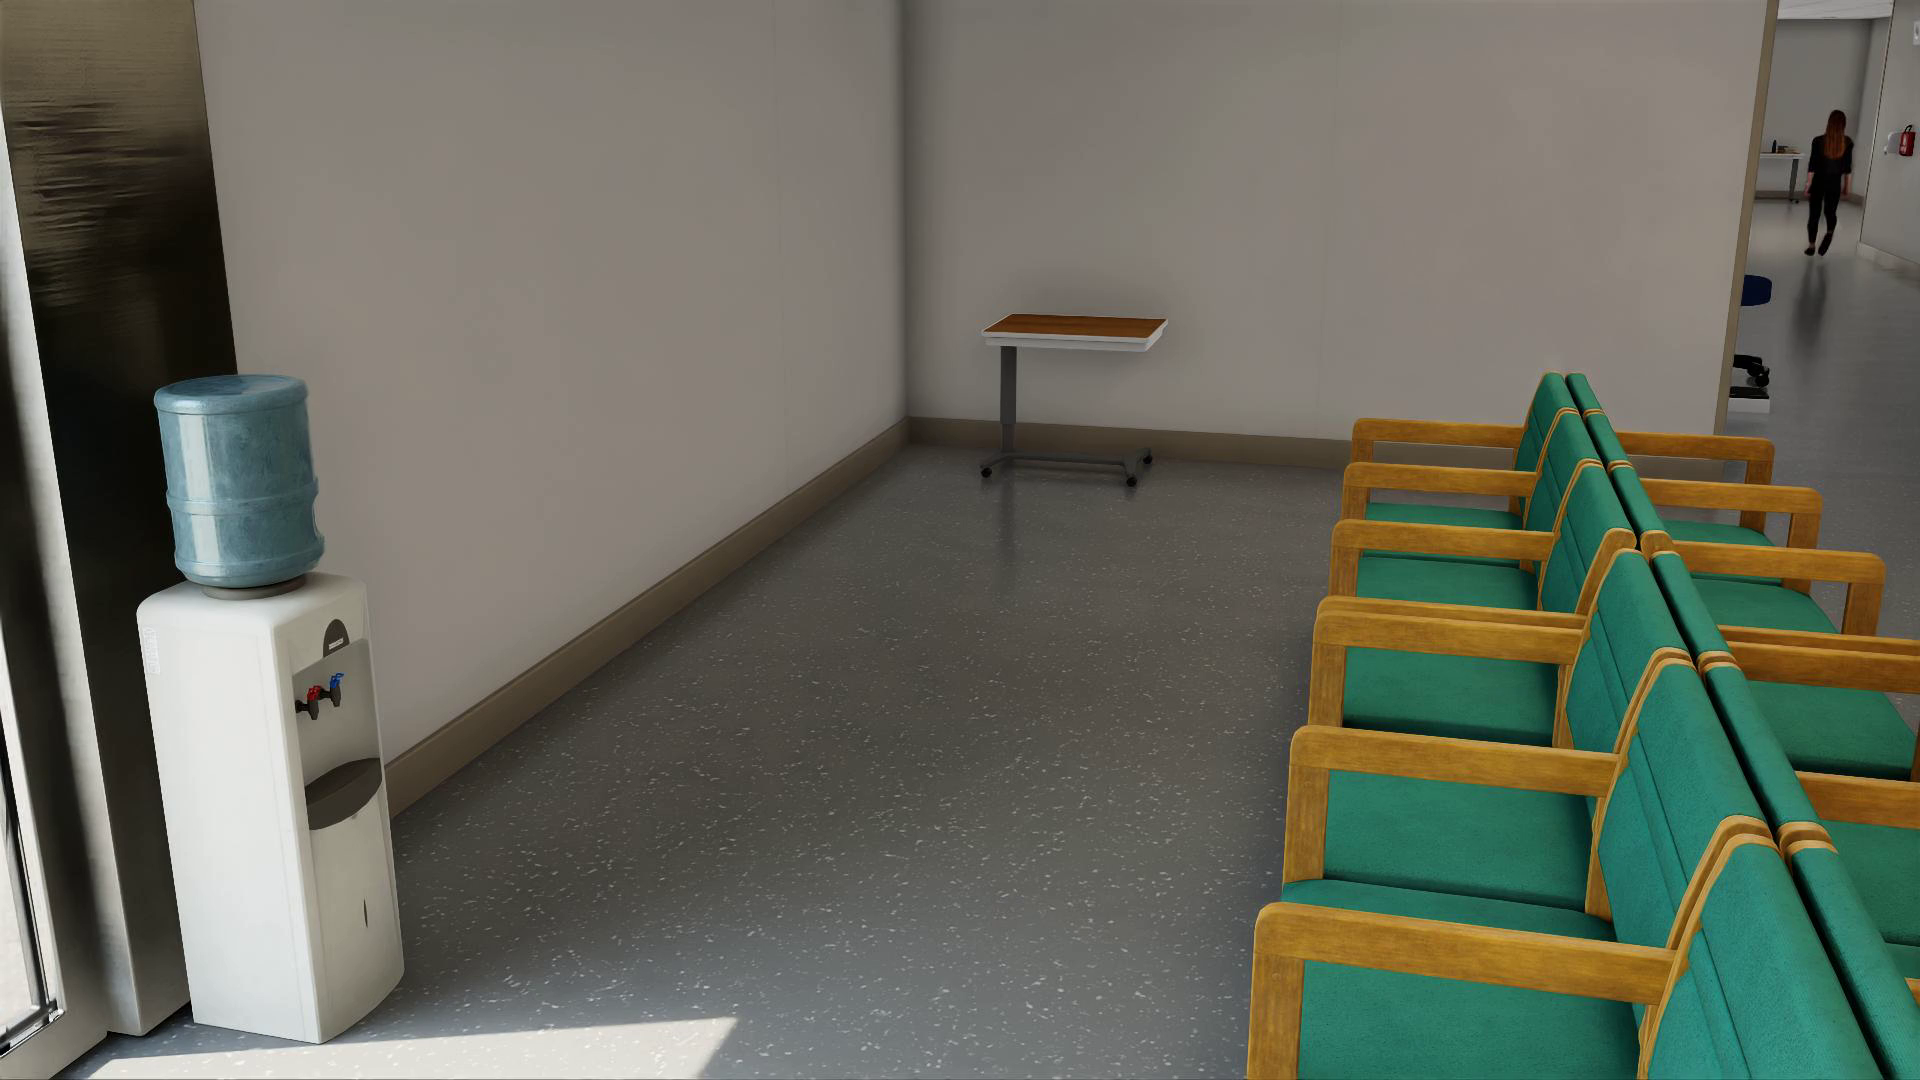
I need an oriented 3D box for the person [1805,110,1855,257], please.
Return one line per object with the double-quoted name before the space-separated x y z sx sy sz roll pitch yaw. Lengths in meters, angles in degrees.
"person" 10.155 -4.139 19.459 0.972 1.687 0.737 5 17 18
